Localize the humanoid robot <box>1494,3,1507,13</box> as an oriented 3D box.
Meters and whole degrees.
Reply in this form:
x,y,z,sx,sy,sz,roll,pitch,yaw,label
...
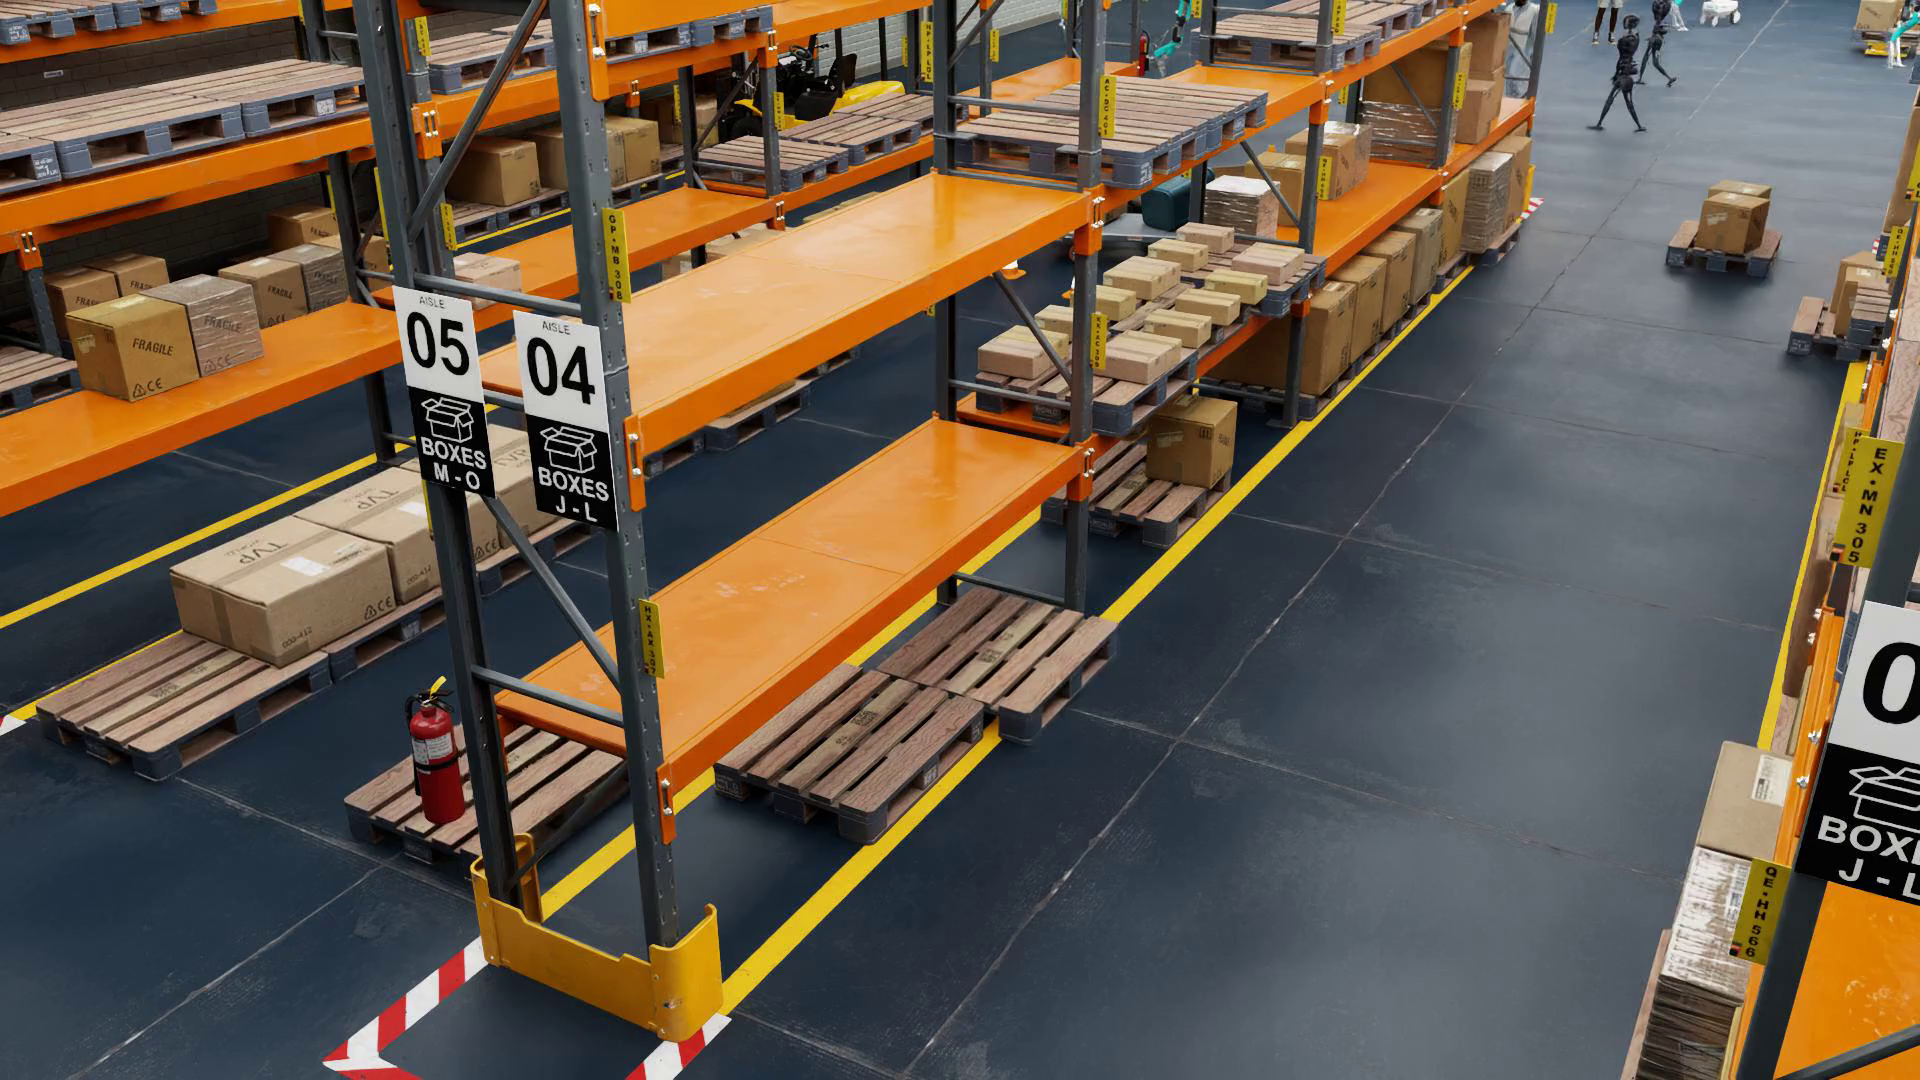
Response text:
x,y,z,sx,sy,sz,roll,pitch,yaw,label
10.452,-10.684,31.874,0.558,1.802,0.784,7,27,15,humanoid robot

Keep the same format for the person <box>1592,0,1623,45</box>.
x,y,z,sx,sy,sz,roll,pitch,yaw,label
11.851,-10.016,30.198,0.610,1.965,0.363,2,26,5,person

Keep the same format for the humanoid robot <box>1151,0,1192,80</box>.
x,y,z,sx,sy,sz,roll,pitch,yaw,label
3.279,-7.885,26.140,0.773,1.862,0.532,4,26,9,humanoid robot

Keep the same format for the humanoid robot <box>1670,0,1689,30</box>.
x,y,z,sx,sy,sz,roll,pitch,yaw,label
13.885,-10.659,31.788,0.756,1.747,0.530,6,26,12,humanoid robot

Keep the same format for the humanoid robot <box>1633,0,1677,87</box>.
x,y,z,sx,sy,sz,roll,pitch,yaw,label
11.195,-8.081,26.551,0.681,1.646,0.610,11,28,22,humanoid robot

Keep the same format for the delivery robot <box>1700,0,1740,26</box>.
x,y,z,sx,sy,sz,roll,pitch,yaw,label
14.903,-10.381,32.599,0.801,0.608,0.499,-16,30,-29,delivery robot

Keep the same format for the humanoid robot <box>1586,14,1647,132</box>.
x,y,z,sx,sy,sz,roll,pitch,yaw,label
9.373,-6.560,23.422,0.801,1.633,0.601,4,26,9,humanoid robot

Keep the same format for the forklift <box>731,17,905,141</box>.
x,y,z,sx,sy,sz,roll,pitch,yaw,label
-1.819,-5.975,21.543,2.313,2.155,1.214,14,29,26,forklift

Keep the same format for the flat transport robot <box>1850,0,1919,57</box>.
x,y,z,sx,sy,sz,roll,pitch,yaw,label
16.570,-8.815,29.659,0.659,0.231,1.431,15,29,28,flat transport robot

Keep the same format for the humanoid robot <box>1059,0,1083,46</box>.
x,y,z,sx,sy,sz,roll,pitch,yaw,label
1.947,-9.734,29.968,0.543,1.878,0.701,10,27,20,humanoid robot

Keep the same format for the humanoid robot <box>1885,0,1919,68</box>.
x,y,z,sx,sy,sz,roll,pitch,yaw,label
15.936,-8.824,28.048,0.542,1.860,0.673,-10,27,-19,humanoid robot

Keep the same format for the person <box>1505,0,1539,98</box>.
x,y,z,sx,sy,sz,roll,pitch,yaw,label
8.156,-7.203,24.426,0.484,1.898,0.623,-16,30,-29,person
